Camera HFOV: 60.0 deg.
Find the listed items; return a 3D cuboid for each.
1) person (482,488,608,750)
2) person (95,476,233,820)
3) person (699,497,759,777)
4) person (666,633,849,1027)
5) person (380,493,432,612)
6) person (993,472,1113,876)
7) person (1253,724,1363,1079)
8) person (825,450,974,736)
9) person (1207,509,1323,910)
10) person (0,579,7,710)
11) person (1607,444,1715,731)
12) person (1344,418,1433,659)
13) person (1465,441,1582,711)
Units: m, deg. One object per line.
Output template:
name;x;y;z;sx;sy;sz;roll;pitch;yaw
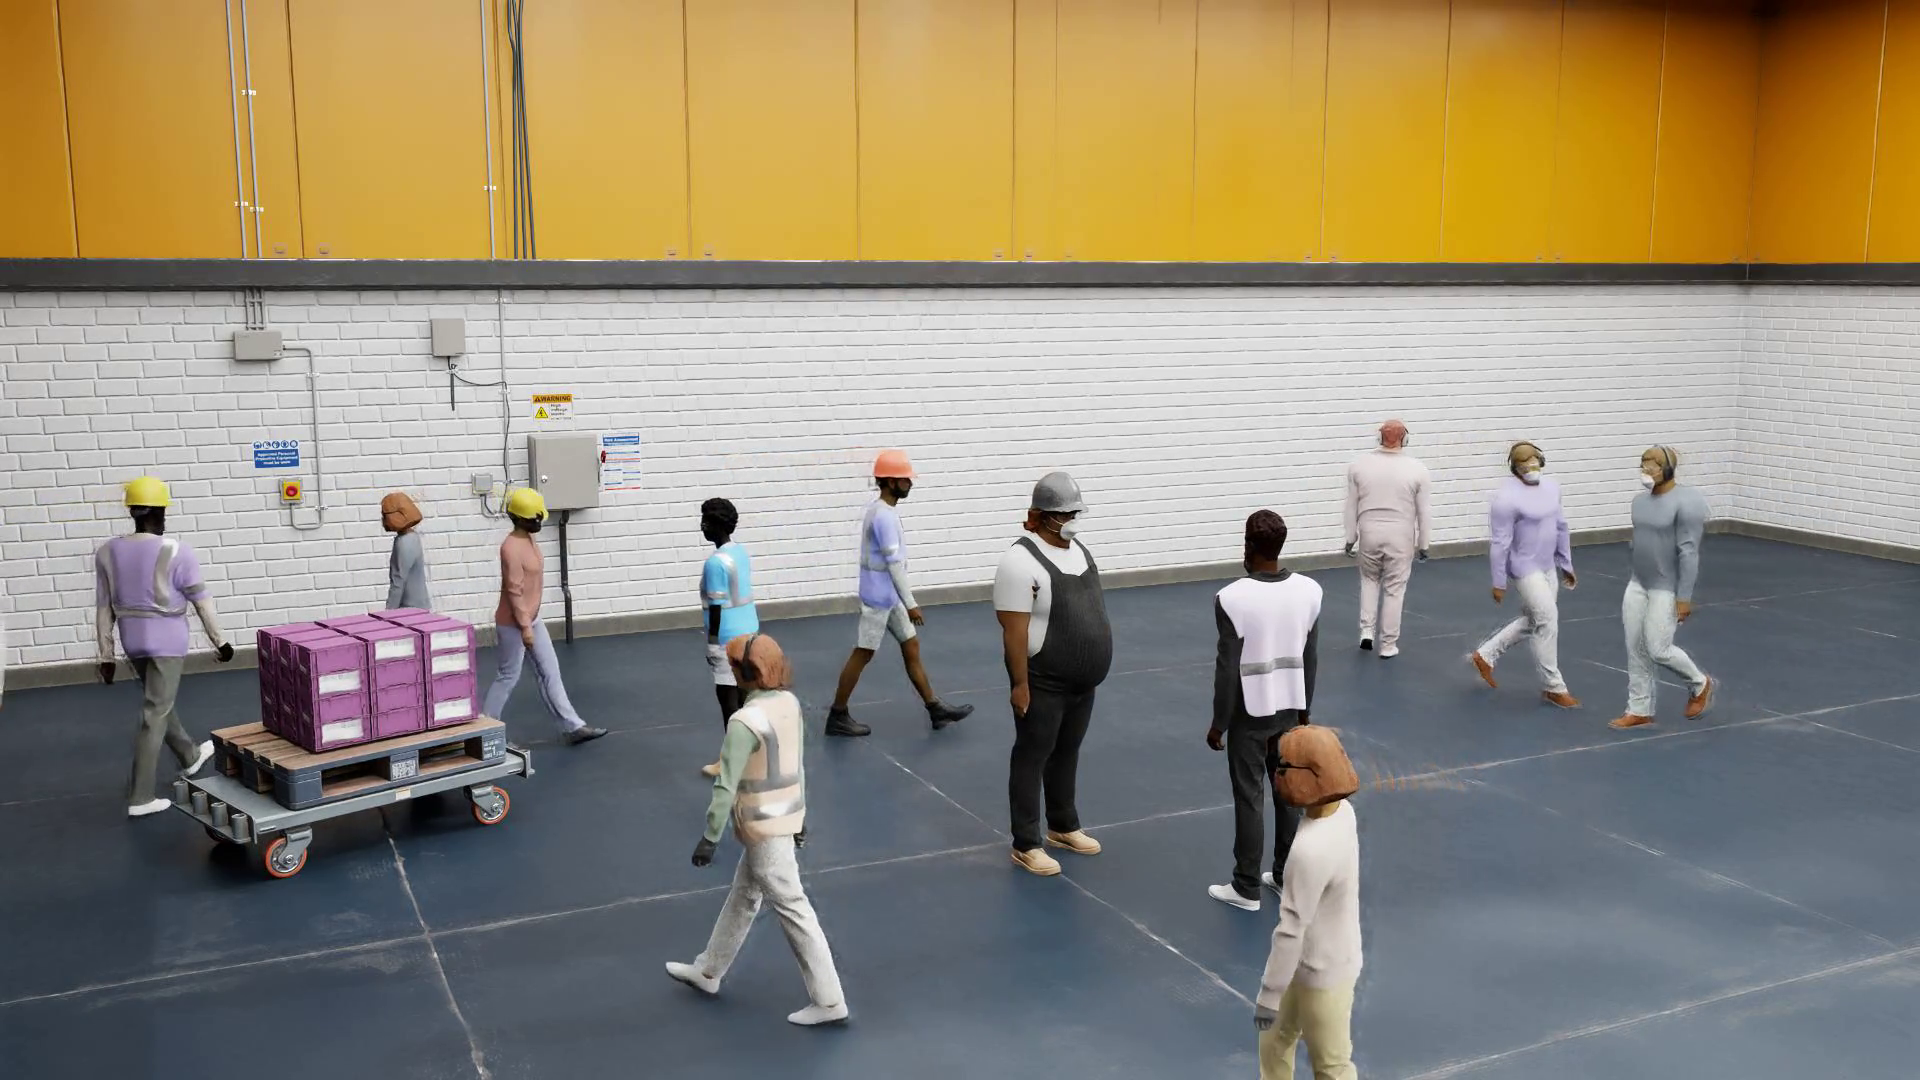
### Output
person;-2.686;0.509;10.450;0.856;1.707;0.569;0;9;2
person;-4.523;0.572;9.505;0.603;1.875;0.984;2;9;12
person;-1.399;0.581;10.069;0.335;1.685;0.536;2;9;11
person;-0.827;1.164;6.721;0.863;1.590;0.527;3;9;15
person;-3.709;0.486;10.924;0.879;1.582;0.510;-3;10;-19
person;0.514;0.660;8.476;0.539;2.000;0.688;7;12;37
person;1.036;1.375;5.341;0.695;1.604;0.530;4;10;22
person;-0.428;0.358;10.837;1.000;1.885;0.553;0;9;2
person;1.446;0.810;7.924;0.591;1.920;0.393;-5;10;-28
person;-5.203;0.727;8.485;0.649;1.905;0.812;-3;10;-20
person;4.646;0.322;10.941;0.620;1.920;0.632;-3;10;-17
person;3.374;-0.012;13.081;0.671;1.894;0.448;5;10;27
person;3.975;0.228;11.655;0.646;1.878;0.836;-9;13;-43
